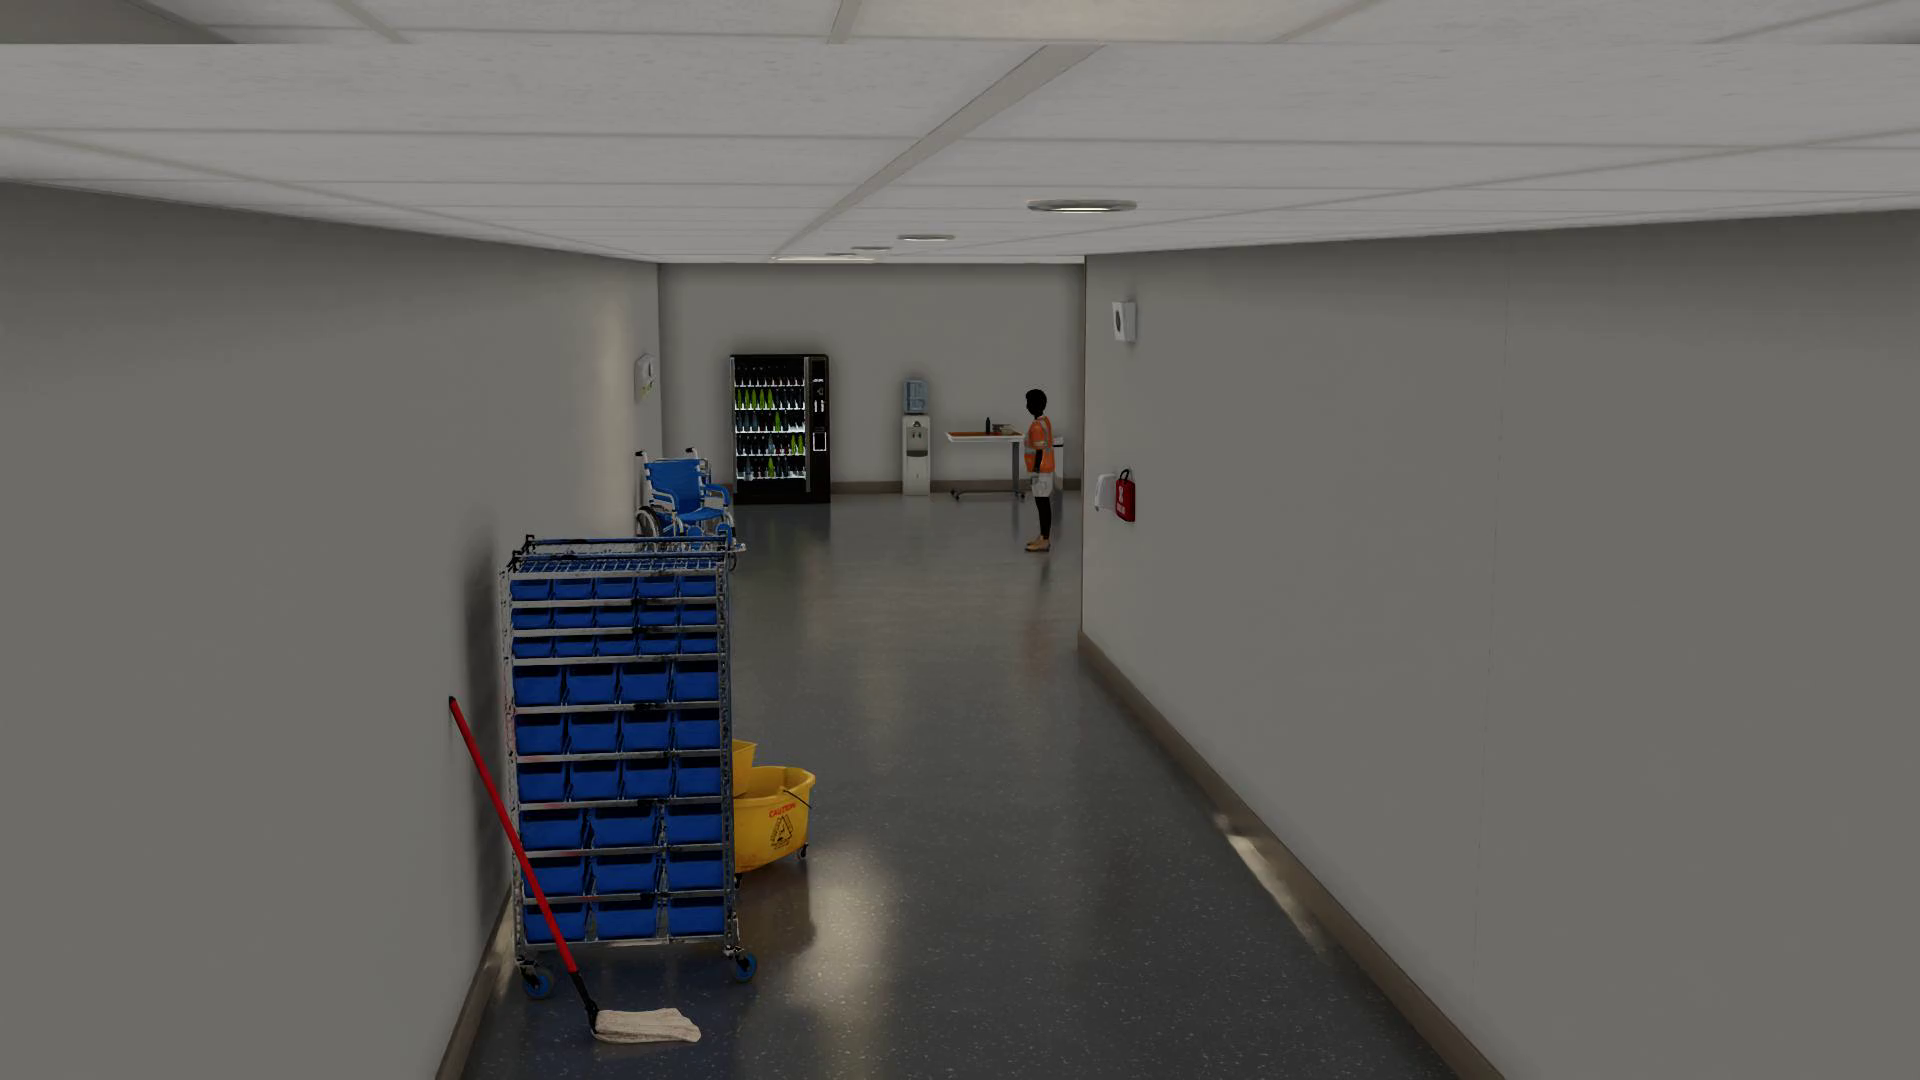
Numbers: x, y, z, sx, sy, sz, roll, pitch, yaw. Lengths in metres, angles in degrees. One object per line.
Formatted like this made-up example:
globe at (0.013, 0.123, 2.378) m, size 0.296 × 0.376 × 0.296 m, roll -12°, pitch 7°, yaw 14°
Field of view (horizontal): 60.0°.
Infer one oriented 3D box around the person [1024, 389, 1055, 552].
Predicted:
person at (0.827, -0.725, 17.321) m, size 0.321 × 1.694 × 0.535 m, roll 2°, pitch 9°, yaw 10°
